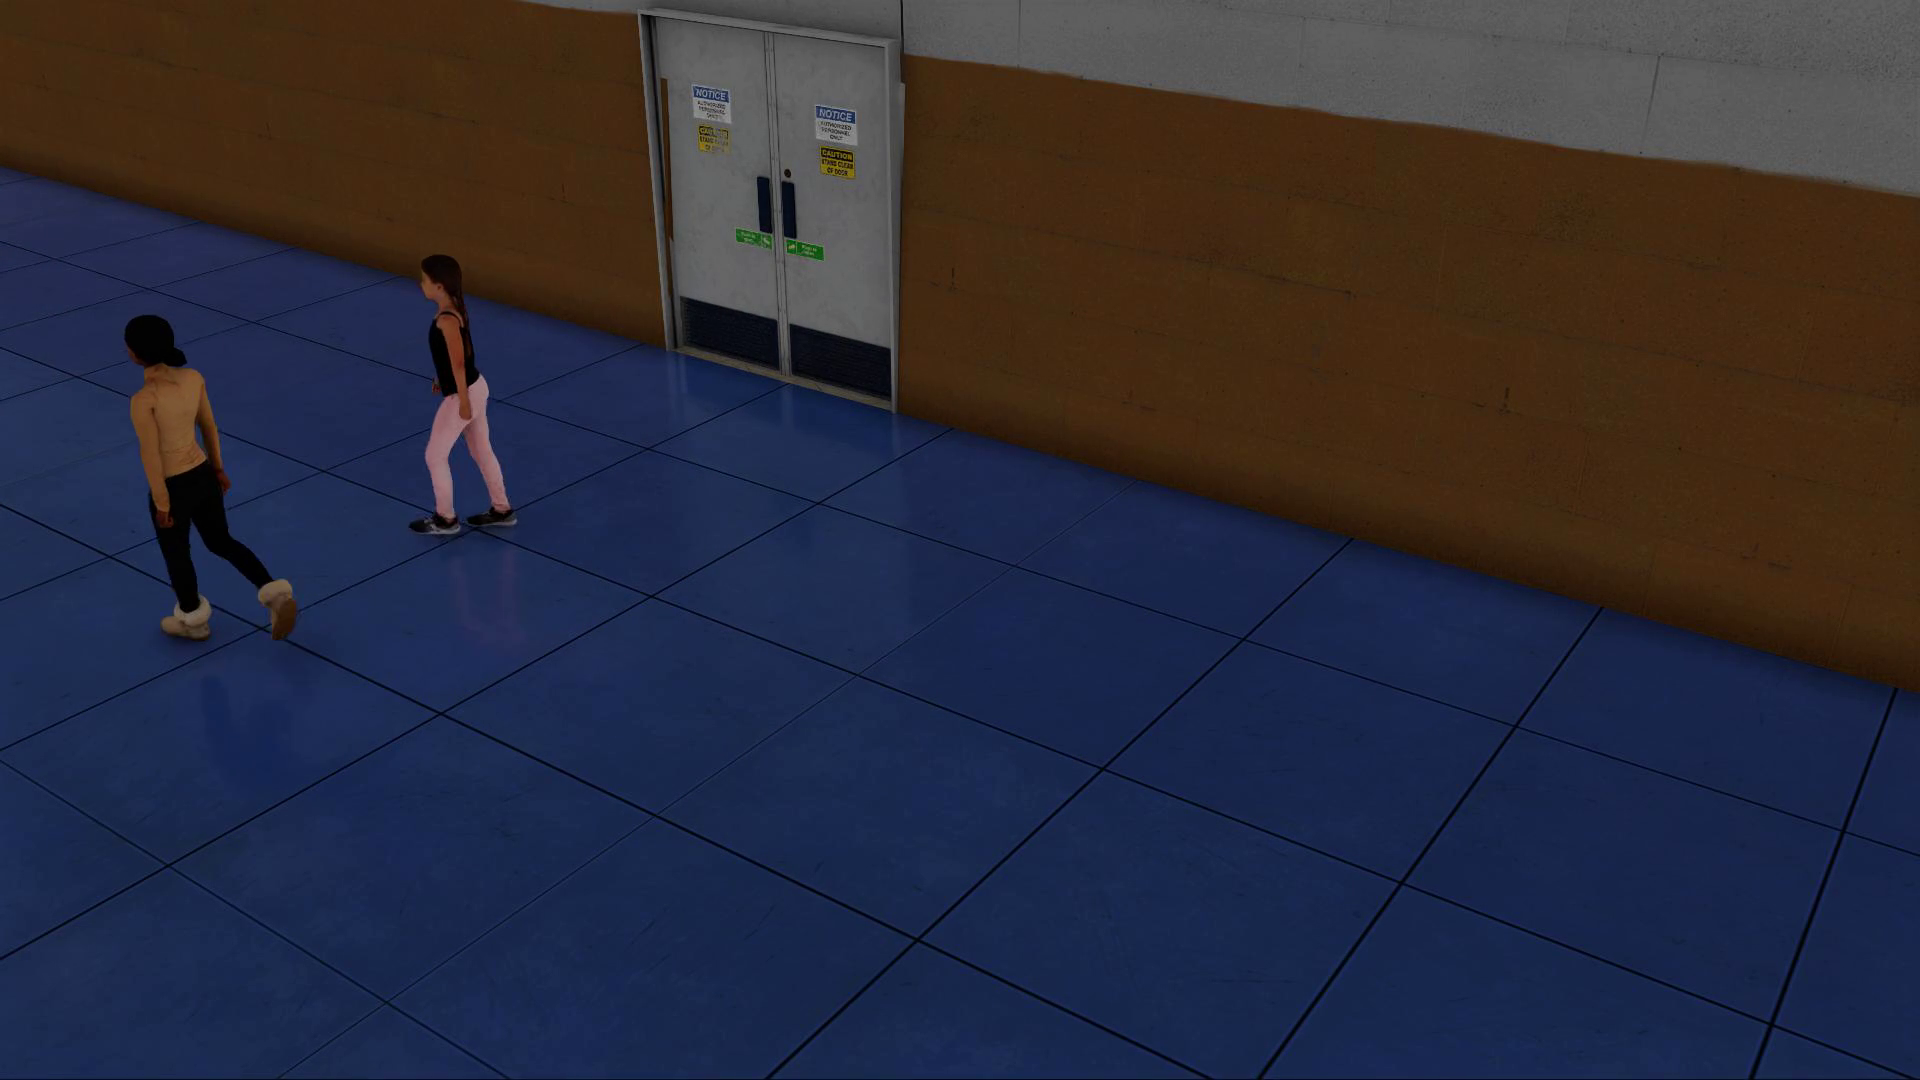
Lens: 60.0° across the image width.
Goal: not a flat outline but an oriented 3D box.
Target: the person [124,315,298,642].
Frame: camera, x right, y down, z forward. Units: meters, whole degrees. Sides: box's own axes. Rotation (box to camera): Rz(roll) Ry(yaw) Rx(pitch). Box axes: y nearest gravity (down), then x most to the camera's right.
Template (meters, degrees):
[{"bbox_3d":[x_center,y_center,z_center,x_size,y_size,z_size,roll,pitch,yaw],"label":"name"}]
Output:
[{"bbox_3d":[-3.499,-0.233,7.655,0.803,1.639,1.005,10,29,20],"label":"person"}]

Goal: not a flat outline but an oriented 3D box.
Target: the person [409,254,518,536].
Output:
[{"bbox_3d":[-2.562,-0.751,8.783,0.807,1.543,0.794,1,27,1],"label":"person"}]
